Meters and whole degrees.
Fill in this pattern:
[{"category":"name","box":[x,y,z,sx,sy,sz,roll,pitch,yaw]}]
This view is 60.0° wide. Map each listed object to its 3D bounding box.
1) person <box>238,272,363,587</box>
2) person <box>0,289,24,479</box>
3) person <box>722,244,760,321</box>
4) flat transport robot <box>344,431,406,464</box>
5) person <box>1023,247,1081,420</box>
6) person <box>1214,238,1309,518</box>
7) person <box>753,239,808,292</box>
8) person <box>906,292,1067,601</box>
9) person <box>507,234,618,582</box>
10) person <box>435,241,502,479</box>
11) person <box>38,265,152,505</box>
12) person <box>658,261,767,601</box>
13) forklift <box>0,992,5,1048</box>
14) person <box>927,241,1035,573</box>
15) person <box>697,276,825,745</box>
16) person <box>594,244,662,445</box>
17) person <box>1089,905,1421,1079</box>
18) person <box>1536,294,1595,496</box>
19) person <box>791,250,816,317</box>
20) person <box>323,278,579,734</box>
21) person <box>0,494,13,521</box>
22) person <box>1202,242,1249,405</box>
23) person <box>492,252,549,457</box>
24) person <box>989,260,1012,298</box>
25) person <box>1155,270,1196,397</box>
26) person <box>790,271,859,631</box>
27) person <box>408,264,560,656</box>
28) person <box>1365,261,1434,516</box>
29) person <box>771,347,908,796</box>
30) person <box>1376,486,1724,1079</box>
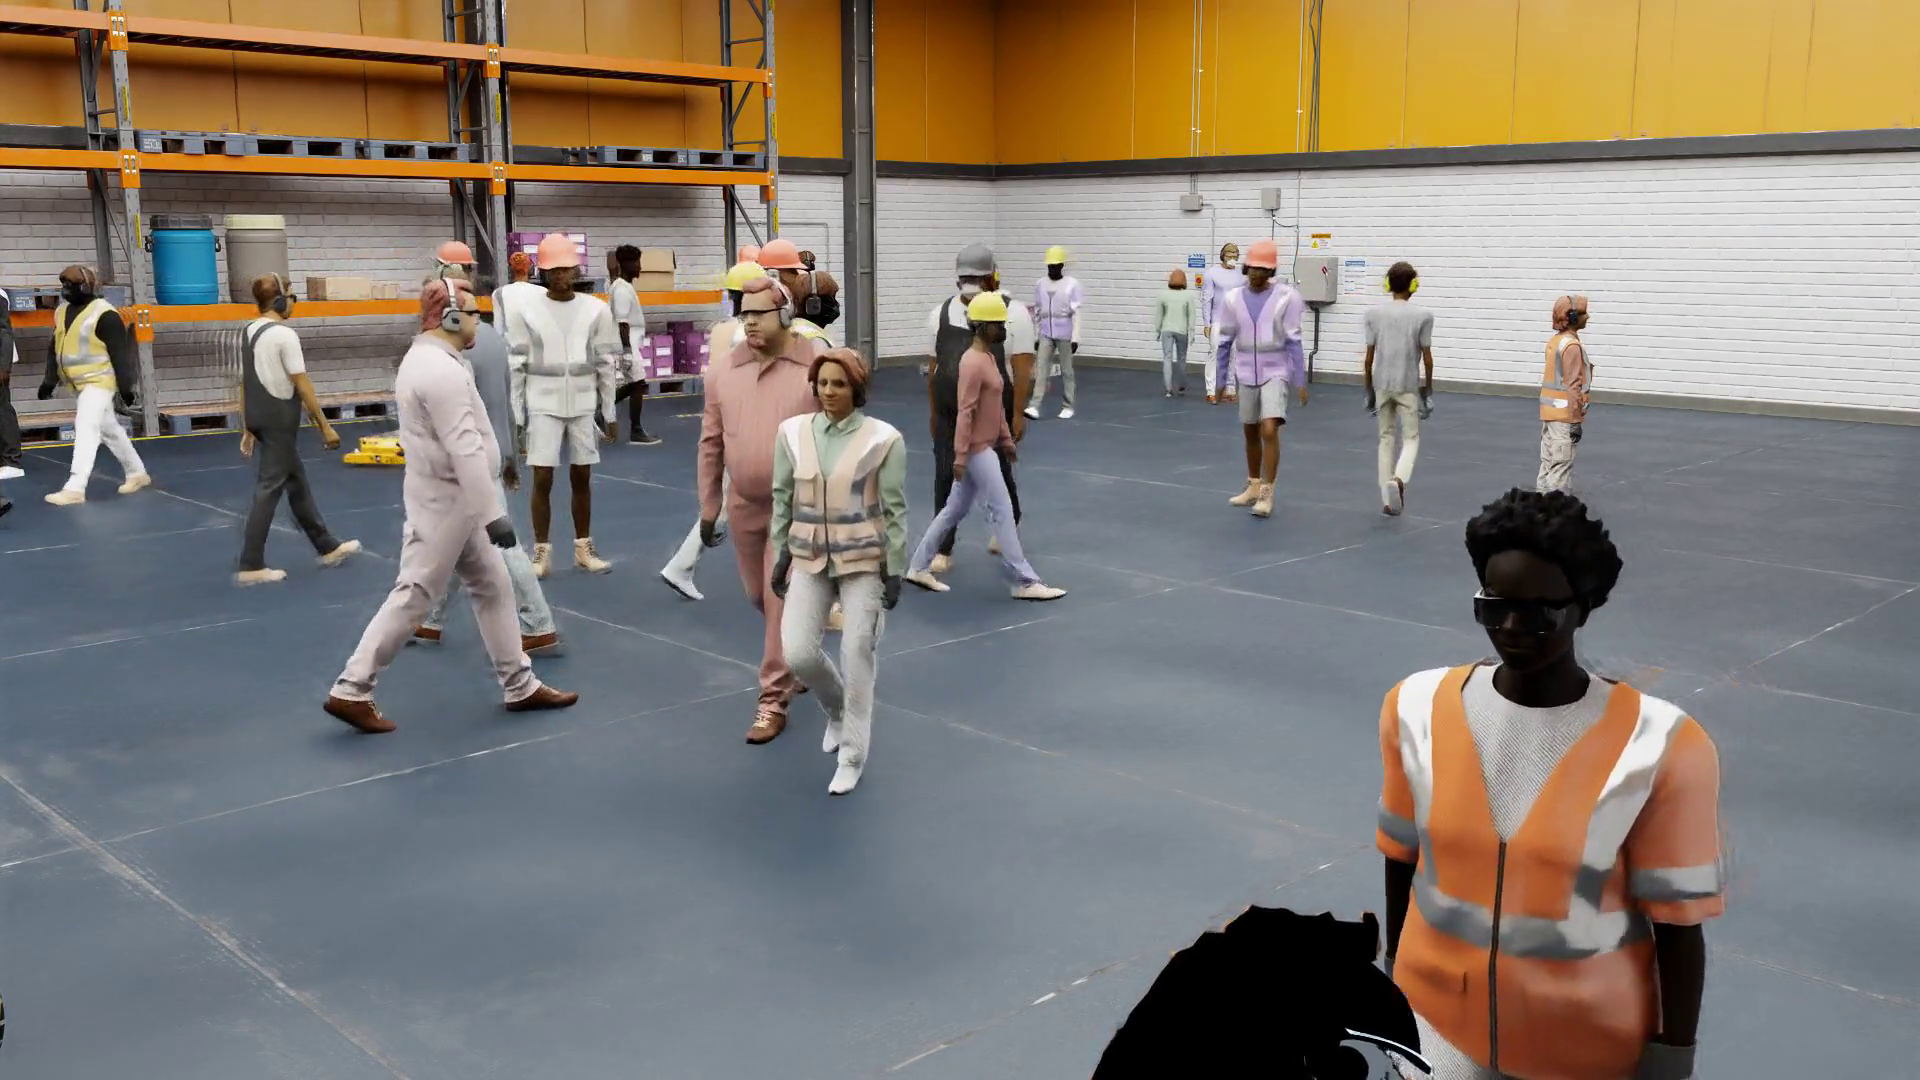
[{"category":"person","box":[-3.940,-0.658,9.790,0.521,1.801,0.884,9,14,41]},{"category":"person","box":[-8.100,-1.467,13.880,0.597,1.917,0.374,7,12,32]},{"category":"person","box":[-1.843,-1.644,14.790,0.542,1.938,0.358,-3,11,-18]},{"category":"flat transport robot","box":[-4.938,-0.878,15.159,0.652,0.197,1.431,2,11,10]},{"category":"person","box":[1.004,-2.239,18.172,0.619,1.884,0.899,6,12,30]},{"category":"person","box":[2.167,-1.168,12.031,0.724,1.983,0.897,6,12,30]},{"category":"person","box":[-1.122,-0.840,10.249,0.393,1.995,0.612,0,10,-2]},{"category":"person","box":[0.107,-0.518,9.269,0.920,1.717,0.526,1,10,7]},{"category":"person","box":[-2.342,-0.763,9.773,0.676,2.025,0.485,-5,12,-26]},{"category":"person","box":[-3.921,-1.386,13.292,0.754,1.965,0.649,-7,13,-34]},{"category":"person","box":[-6.662,-1.203,12.787,0.623,1.802,0.946,6,12,31]},{"category":"person","box":[-1.271,-0.612,9.311,0.952,1.887,0.585,-5,12,-27]},{"category":"forklift","box":[-3.245,0.323,3.363,2.313,2.155,1.214,2,11,13]},{"category":"person","box":[0.133,-0.856,10.213,0.688,2.000,0.903,3,11,17]},{"category":"person","box":[-0.757,-0.171,6.958,0.648,1.865,0.931,3,11,17]},{"category":"person","box":[-3.256,-1.873,16.024,0.607,1.940,0.623,-3,11,-15]},{"category":"person","box":[0.184,1.020,1.091,0.279,1.634,0.499,-6,12,-31]},{"category":"person","box":[3.940,-0.776,10.857,0.309,1.645,0.514,1,10,4]},{"category":"person","box":[-1.932,-2.682,20.750,0.430,1.836,0.619,-7,13,-34]},{"category":"person","box":[-2.154,-0.142,6.831,1.006,1.860,0.644,-3,11,-18]},{"category":"person","box":[-7.008,-0.979,11.329,0.904,1.900,0.595,2,11,9]},{"category":"person","box":[3.196,-2.592,19.973,0.627,1.934,0.372,-3,11,-18]},{"category":"person","box":[-3.952,-1.670,15.118,0.574,1.876,0.340,3,11,14]},{"category":"person","box":[0.223,-1.657,15.154,0.557,1.824,0.934,0,10,2]},{"category":"person","box":[2.728,-2.621,21.063,0.515,1.582,0.847,3,11,15]},{"category":"person","box":[-0.735,-0.458,8.589,0.429,1.844,0.627,-4,11,-19]},{"category":"person","box":[-2.392,-0.370,8.006,0.967,1.890,0.665,1,10,6]},{"category":"person","box":[3.101,-1.052,11.837,0.510,1.848,0.594,5,12,26]},{"category":"person","box":[-0.433,0.101,6.102,0.538,1.624,0.416,3,11,17]},{"category":"person","box":[0.911,0.727,2.628,0.532,1.661,0.825,7,13,35]}]
